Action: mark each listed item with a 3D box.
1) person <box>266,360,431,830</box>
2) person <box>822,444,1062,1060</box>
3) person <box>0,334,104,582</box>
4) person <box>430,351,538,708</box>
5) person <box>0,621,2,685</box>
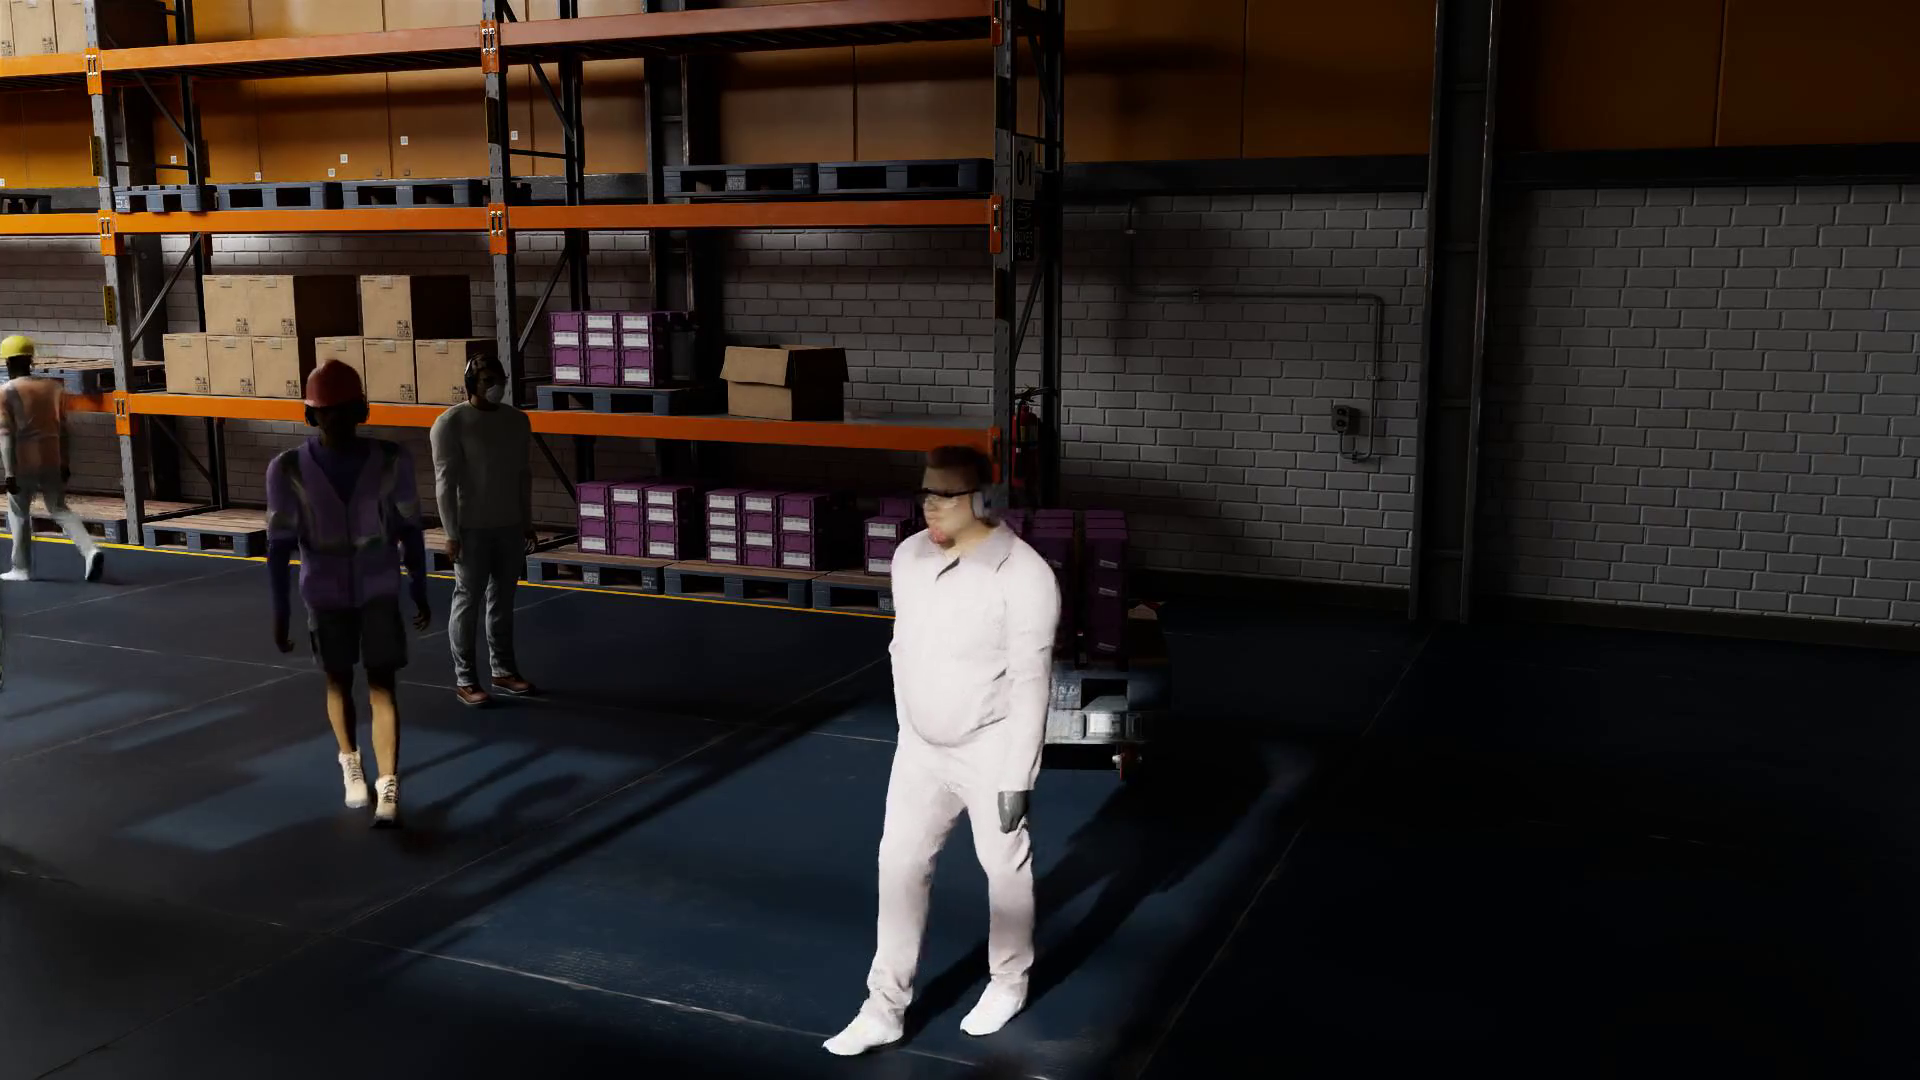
[{"bbox_3d":[-2.598,0.245,7.095,0.646,2.004,0.989,-4,10,-21],"label":"person"},{"bbox_3d":[-0.065,0.658,5.008,0.680,1.872,0.863,8,12,38],"label":"person"},{"bbox_3d":[-6.904,-0.597,12.511,0.886,1.896,0.598,4,10,22],"label":"person"},{"bbox_3d":[-2.595,-0.066,9.171,0.378,1.940,0.628,7,12,36],"label":"person"},{"bbox_3d":[-4.213,0.506,6.790,0.847,1.585,0.514,7,12,37],"label":"person"}]
